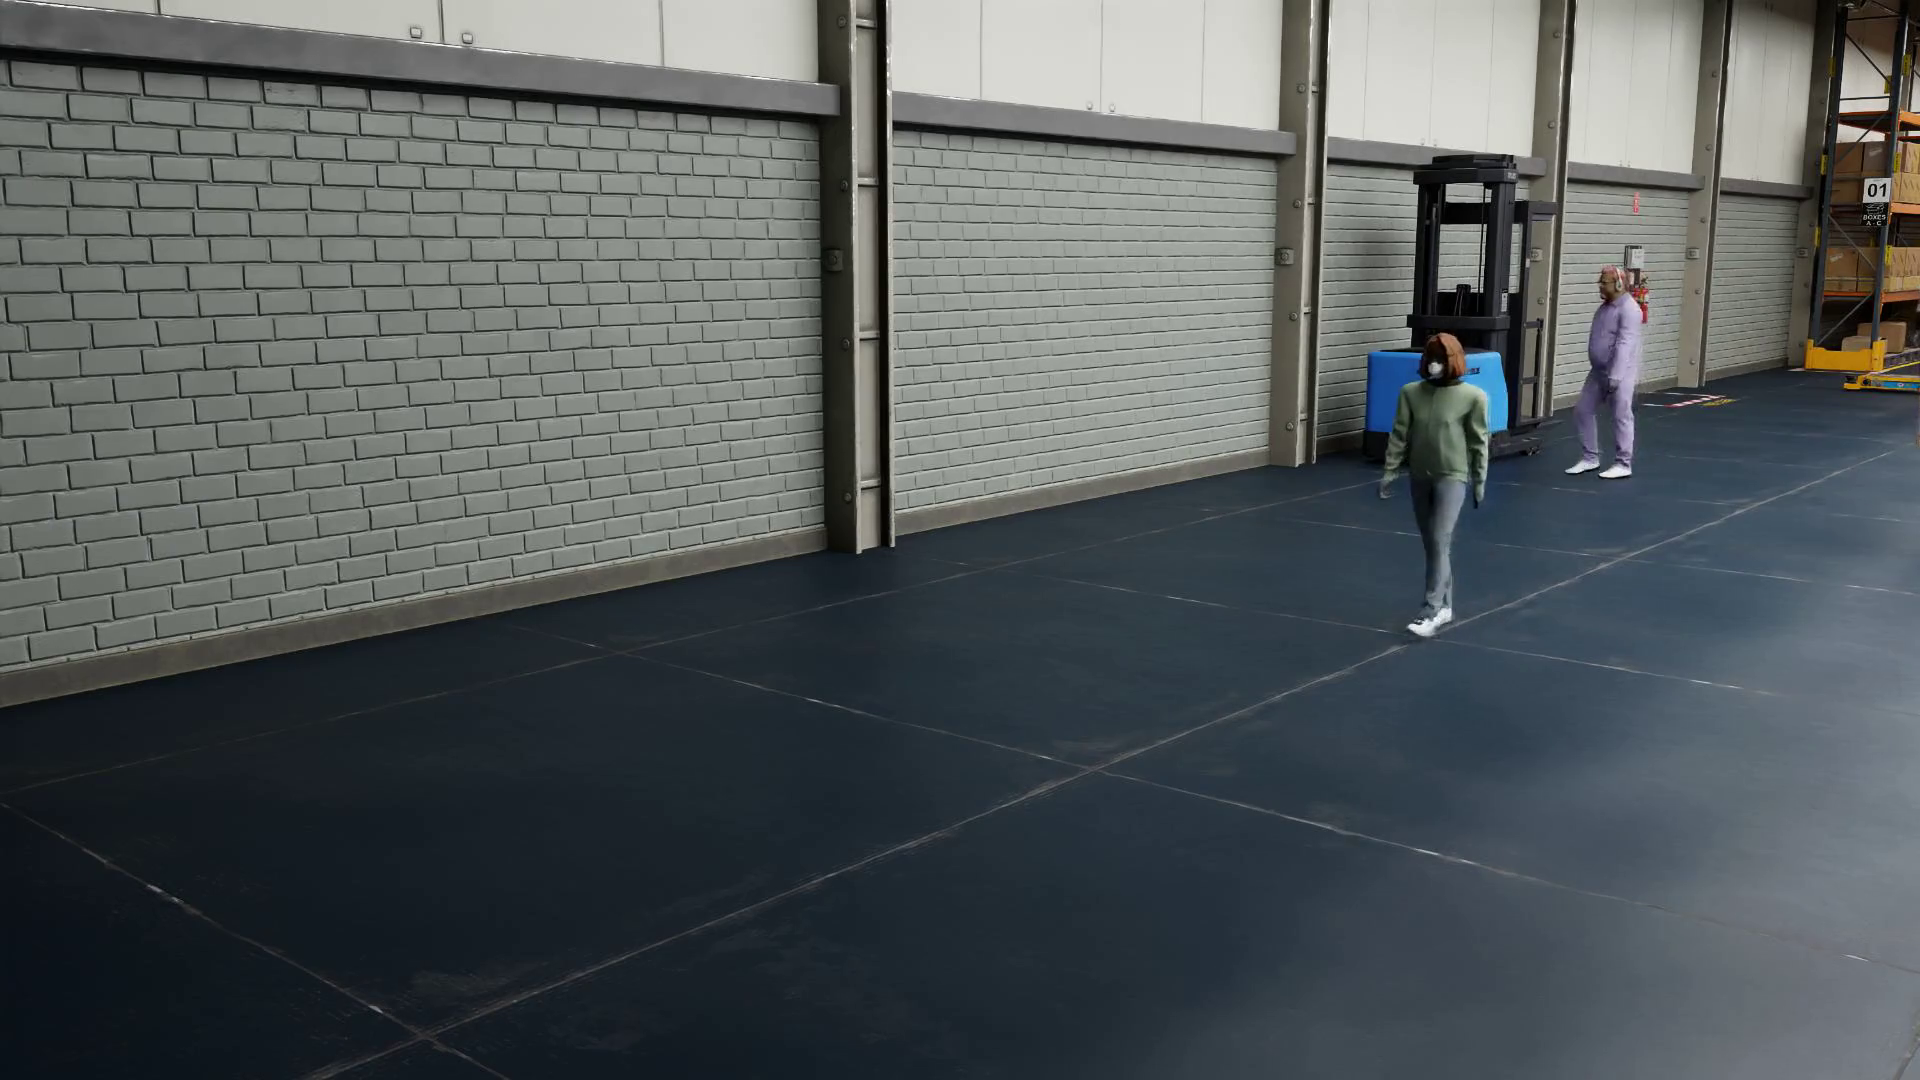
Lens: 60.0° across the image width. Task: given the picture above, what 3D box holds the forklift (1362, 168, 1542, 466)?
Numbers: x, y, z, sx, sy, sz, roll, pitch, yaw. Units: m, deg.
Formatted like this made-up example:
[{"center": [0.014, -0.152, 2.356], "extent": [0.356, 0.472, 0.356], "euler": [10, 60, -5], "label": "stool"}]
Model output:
[{"center": [4.875, -2.212, 16.287], "extent": [1.129, 2.768, 1.873], "euler": [8, 13, 40], "label": "forklift"}]

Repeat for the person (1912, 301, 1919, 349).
[{"center": [12.931, -2.728, 21.848], "extent": [1.034, 1.902, 0.597], "euler": [-8, 13, -40], "label": "person"}]

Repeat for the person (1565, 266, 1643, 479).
[{"center": [5.750, -1.484, 14.844], "extent": [0.663, 1.884, 0.649], "euler": [-2, 10, -9], "label": "person"}]

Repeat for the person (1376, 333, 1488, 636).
[{"center": [2.489, -0.290, 8.866], "extent": [0.783, 1.603, 0.508], "euler": [-10, 14, -44], "label": "person"}]

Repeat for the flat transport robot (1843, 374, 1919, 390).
[{"center": [13.633, -2.266, 24.016], "extent": [1.431, 0.197, 0.652], "euler": [8, 13, 40], "label": "flat transport robot"}]
